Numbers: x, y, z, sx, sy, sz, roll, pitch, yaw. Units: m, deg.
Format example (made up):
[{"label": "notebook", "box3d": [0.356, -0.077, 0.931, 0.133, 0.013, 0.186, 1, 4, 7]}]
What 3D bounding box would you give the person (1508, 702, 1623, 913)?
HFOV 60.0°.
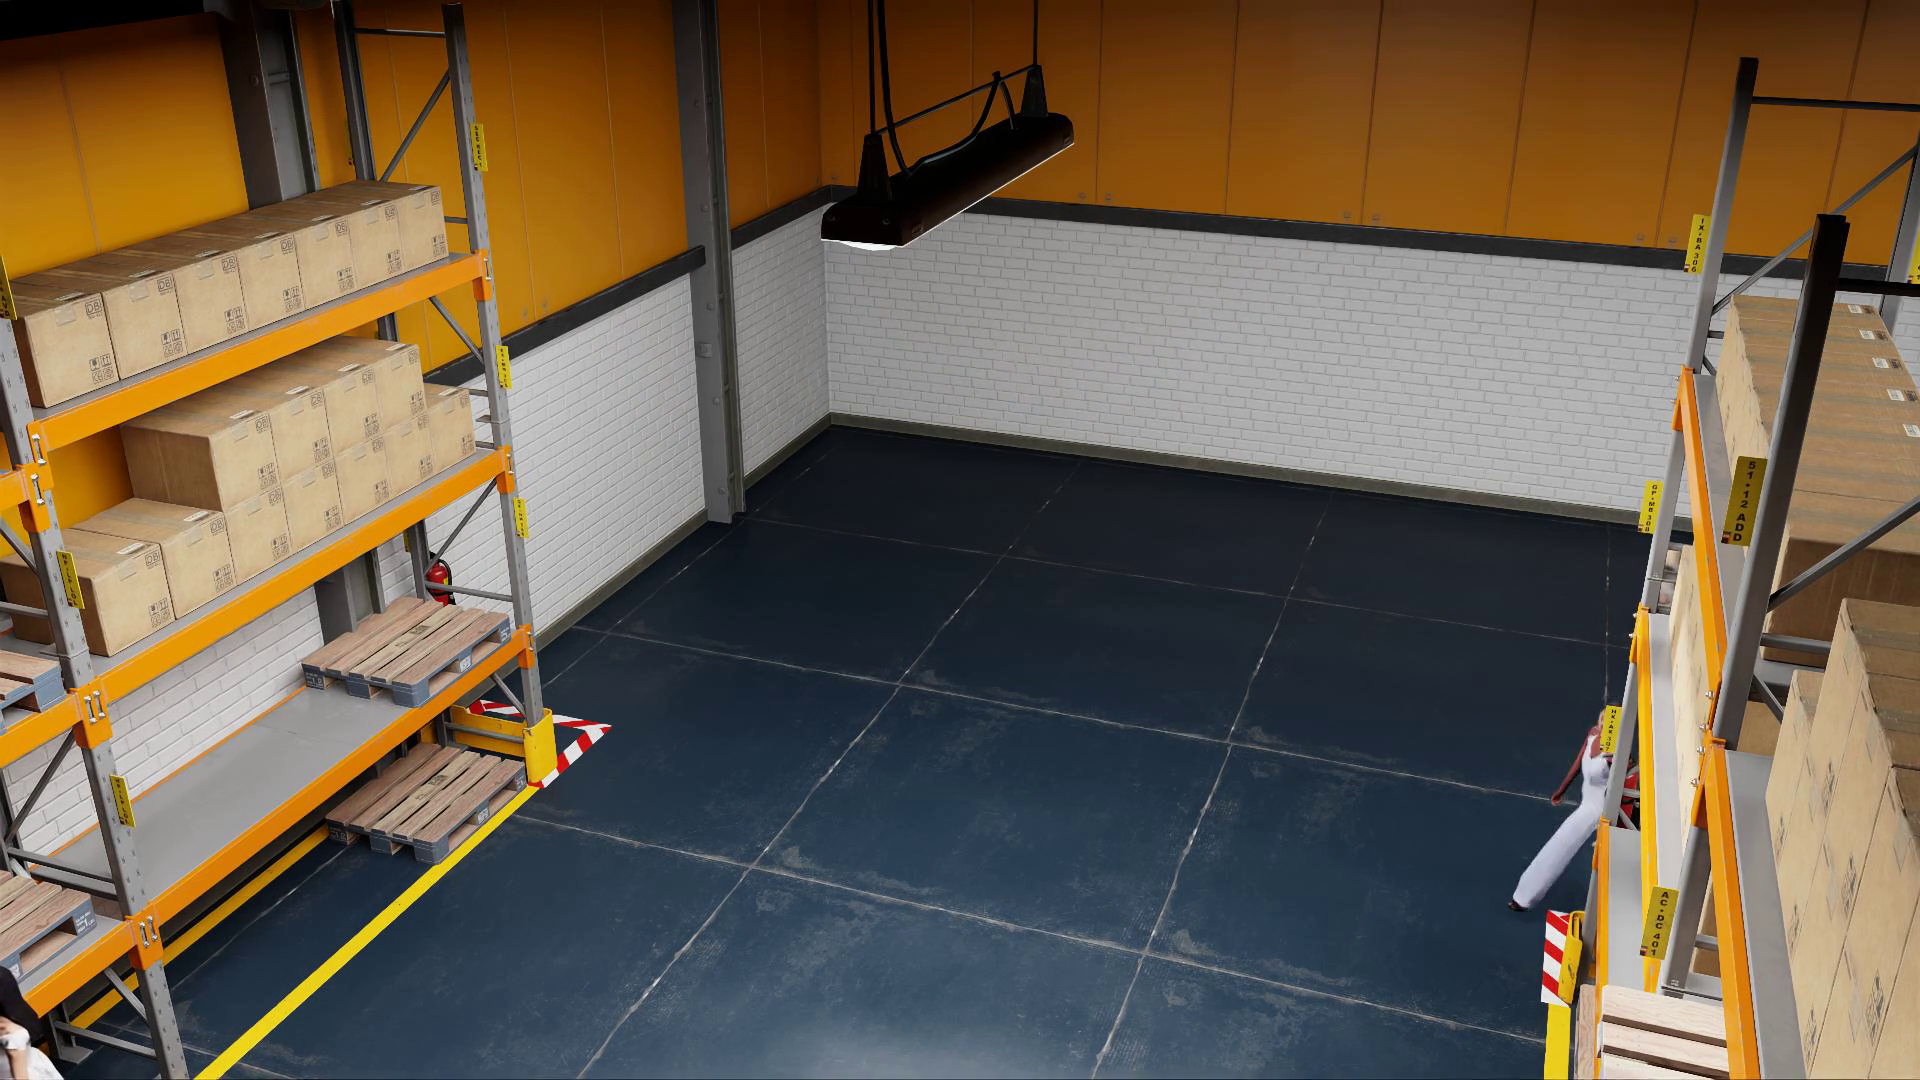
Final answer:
[{"label": "person", "box3d": [4.473, 1.886, 11.467, 0.937, 1.713, 1.216, 1, 24, 3]}]
